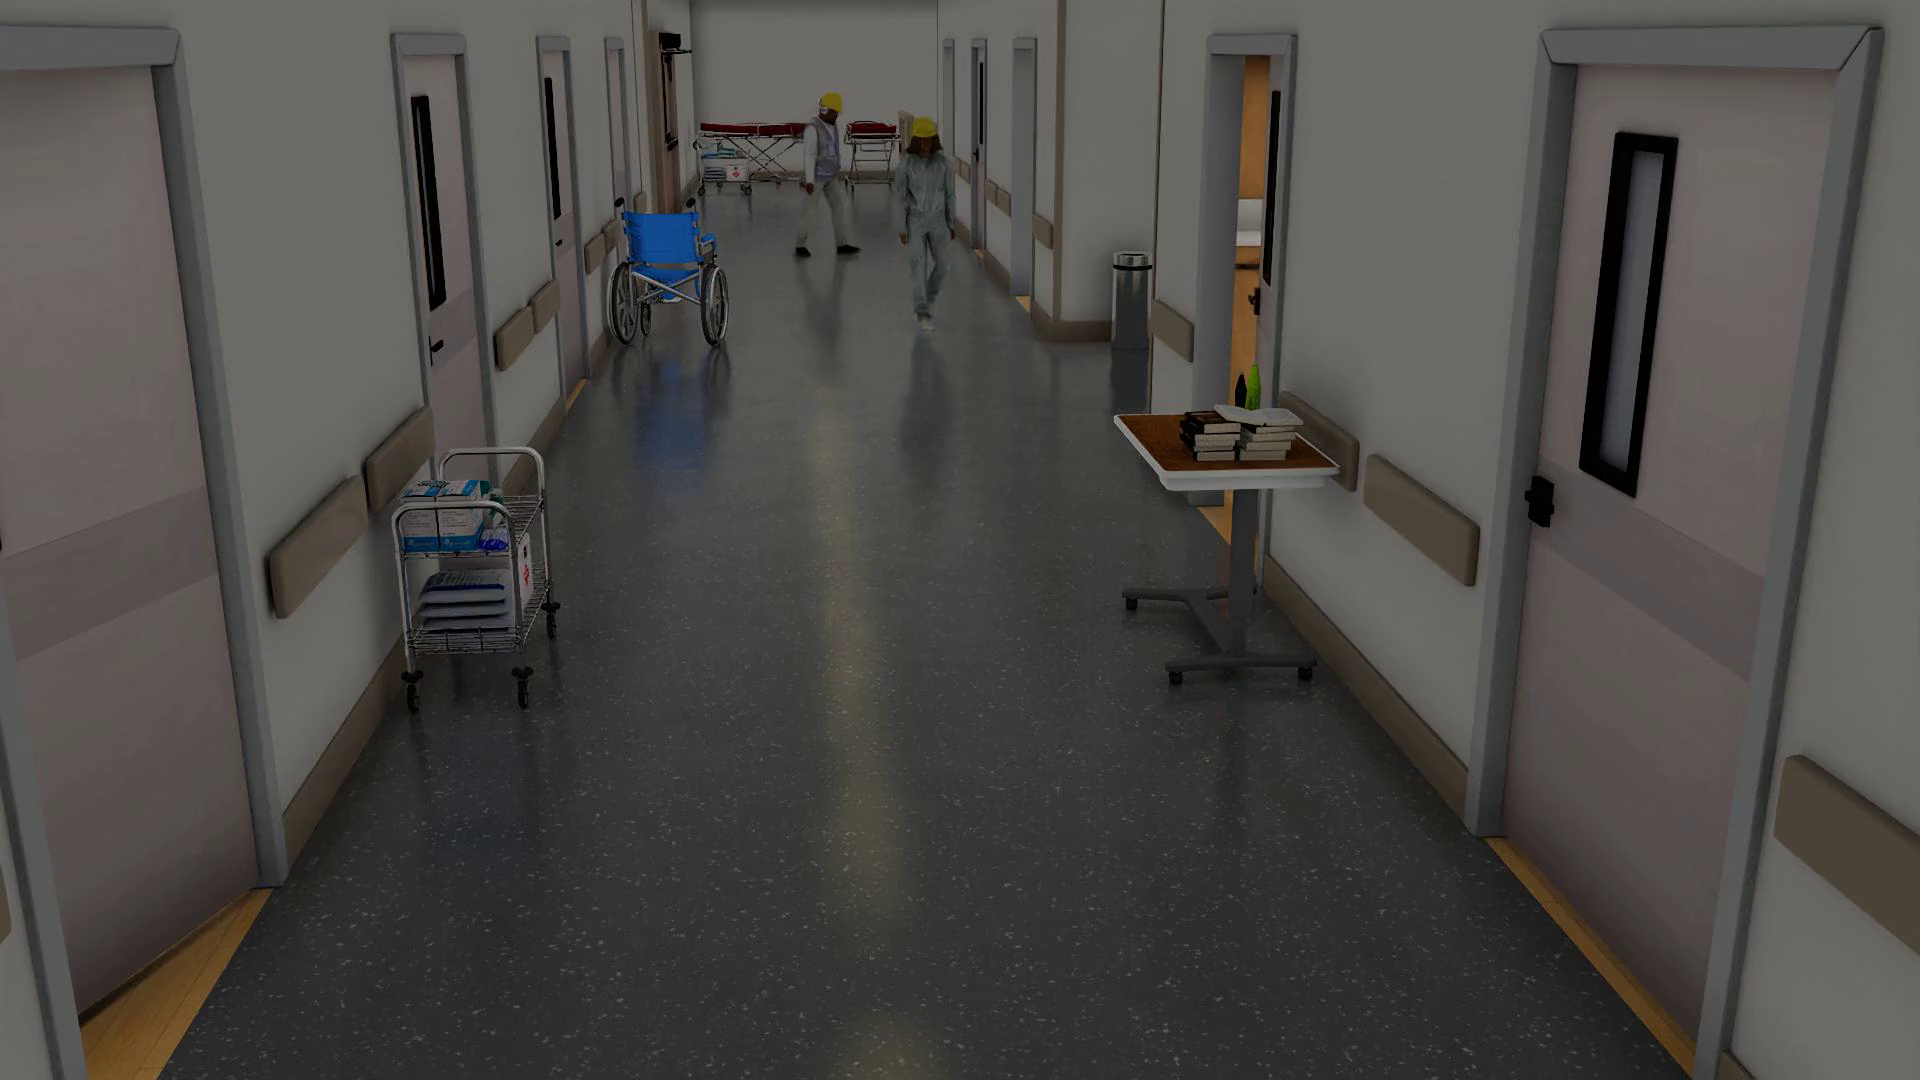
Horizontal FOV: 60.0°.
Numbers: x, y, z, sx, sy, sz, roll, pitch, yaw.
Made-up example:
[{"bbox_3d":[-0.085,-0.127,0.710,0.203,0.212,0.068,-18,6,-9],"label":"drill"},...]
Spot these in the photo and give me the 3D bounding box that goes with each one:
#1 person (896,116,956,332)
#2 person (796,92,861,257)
[{"bbox_3d":[-0.285,-2.574,13.570,0.510,1.728,0.427,-6,18,-19],"label":"person"},{"bbox_3d":[-1.475,-4.009,18.307,0.674,1.795,0.663,8,18,25],"label":"person"}]
